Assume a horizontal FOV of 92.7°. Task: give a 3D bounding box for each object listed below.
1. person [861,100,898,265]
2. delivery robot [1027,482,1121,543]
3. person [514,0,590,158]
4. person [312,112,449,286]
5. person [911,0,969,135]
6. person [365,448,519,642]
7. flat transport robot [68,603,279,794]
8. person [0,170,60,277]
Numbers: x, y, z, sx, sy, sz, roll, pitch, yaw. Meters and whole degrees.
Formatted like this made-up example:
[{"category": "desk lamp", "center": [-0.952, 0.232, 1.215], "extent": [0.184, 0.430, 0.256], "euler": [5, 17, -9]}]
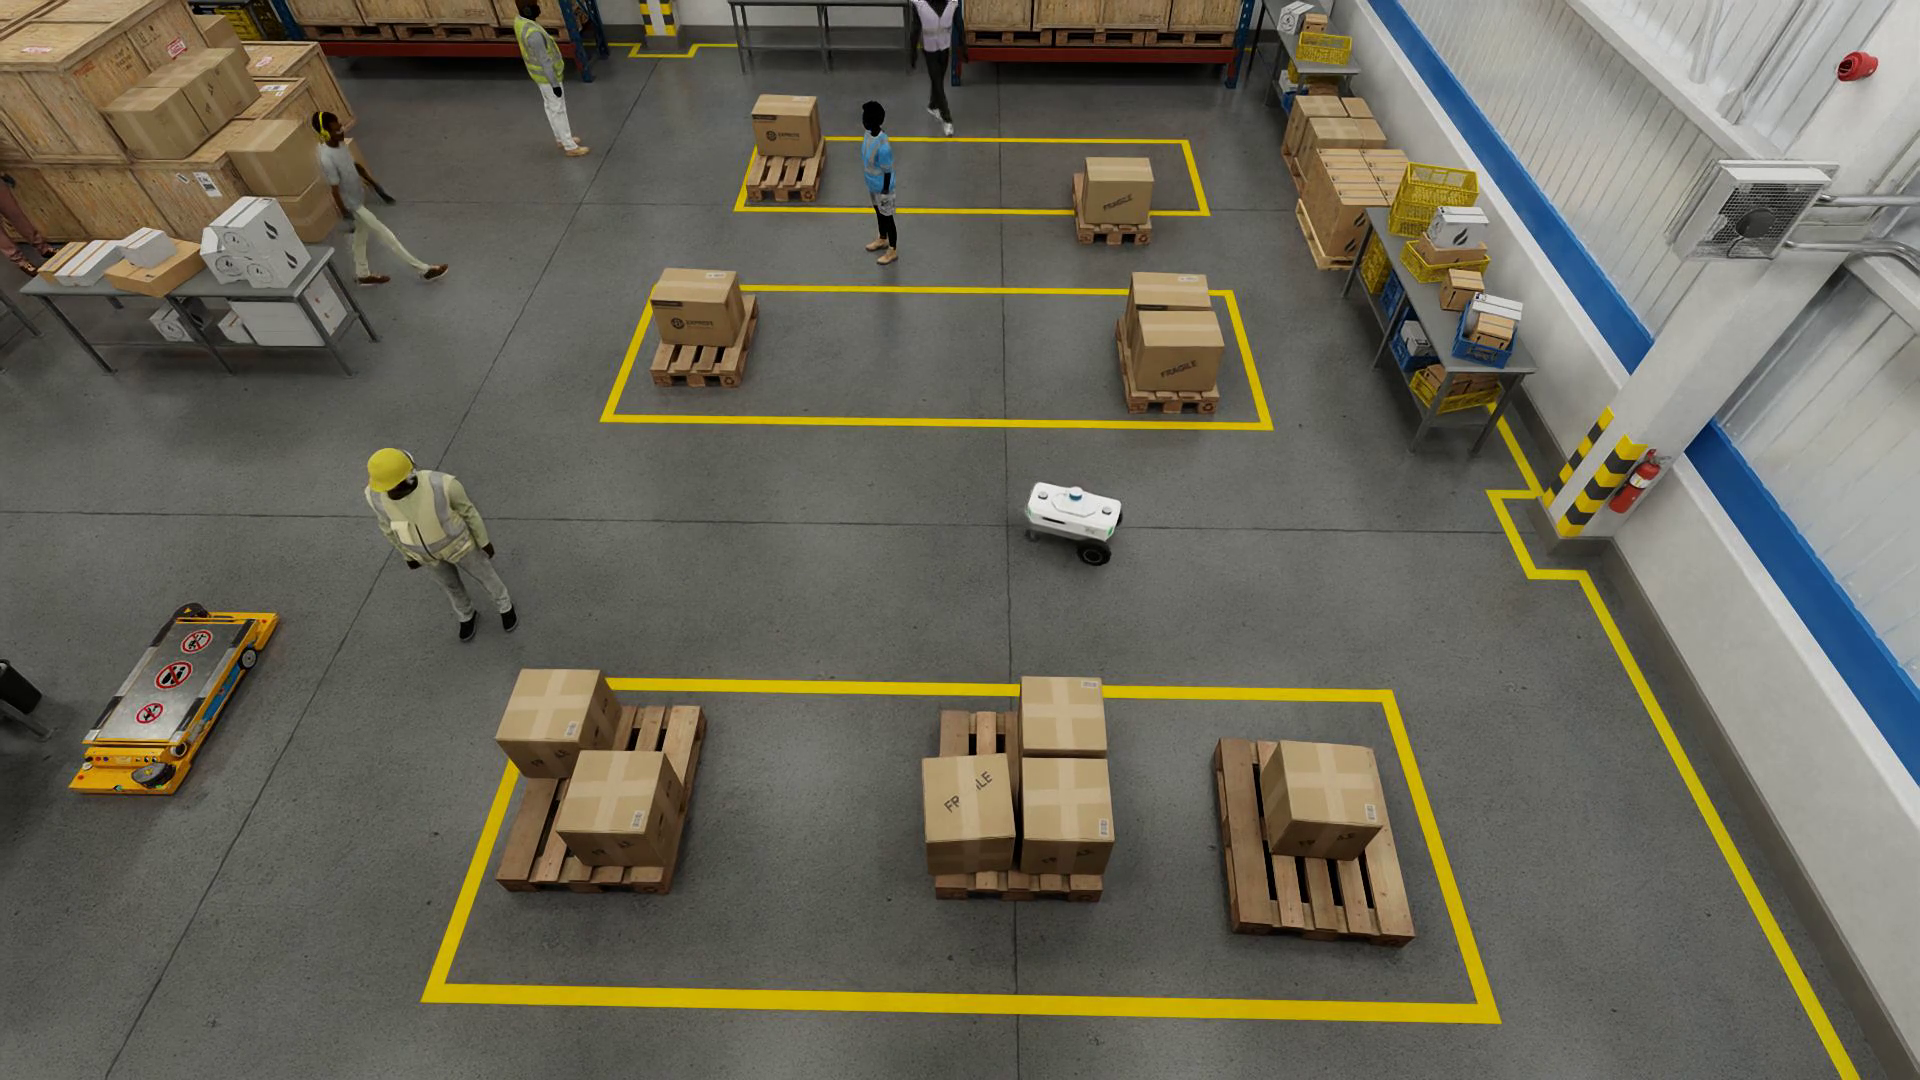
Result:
[{"category": "person", "center": [-0.846, -3.716, 9.565], "extent": [0.318, 1.696, 0.536], "euler": [-20, 53, -16]}, {"category": "delivery robot", "center": [0.900, -0.224, 7.294], "extent": [0.707, 0.478, 0.477], "euler": [14, 51, 12]}, {"category": "person", "center": [-4.965, -5.607, 11.072], "extent": [0.428, 1.841, 0.634], "euler": [-27, 55, -21]}, {"category": "person", "center": [-5.989, -3.388, 9.216], "extent": [0.975, 1.809, 0.497], "euler": [-13, 51, -11]}, {"category": "person", "center": [-0.234, -6.117, 11.488], "extent": [0.695, 1.853, 0.920], "euler": [-19, 52, -15]}, {"category": "person", "center": [-3.554, 0.039, 6.304], "extent": [0.588, 1.827, 0.404], "euler": [-10, 50, -8]}, {"category": "flat transport robot", "center": [-5.504, 1.072, 6.442], "extent": [0.652, 0.197, 1.431], "euler": [1, 50, 1]}, {"category": "person", "center": [-10.069, -3.654, 9.378], "extent": [0.409, 1.909, 0.640], "euler": [9, 50, 7]}]
